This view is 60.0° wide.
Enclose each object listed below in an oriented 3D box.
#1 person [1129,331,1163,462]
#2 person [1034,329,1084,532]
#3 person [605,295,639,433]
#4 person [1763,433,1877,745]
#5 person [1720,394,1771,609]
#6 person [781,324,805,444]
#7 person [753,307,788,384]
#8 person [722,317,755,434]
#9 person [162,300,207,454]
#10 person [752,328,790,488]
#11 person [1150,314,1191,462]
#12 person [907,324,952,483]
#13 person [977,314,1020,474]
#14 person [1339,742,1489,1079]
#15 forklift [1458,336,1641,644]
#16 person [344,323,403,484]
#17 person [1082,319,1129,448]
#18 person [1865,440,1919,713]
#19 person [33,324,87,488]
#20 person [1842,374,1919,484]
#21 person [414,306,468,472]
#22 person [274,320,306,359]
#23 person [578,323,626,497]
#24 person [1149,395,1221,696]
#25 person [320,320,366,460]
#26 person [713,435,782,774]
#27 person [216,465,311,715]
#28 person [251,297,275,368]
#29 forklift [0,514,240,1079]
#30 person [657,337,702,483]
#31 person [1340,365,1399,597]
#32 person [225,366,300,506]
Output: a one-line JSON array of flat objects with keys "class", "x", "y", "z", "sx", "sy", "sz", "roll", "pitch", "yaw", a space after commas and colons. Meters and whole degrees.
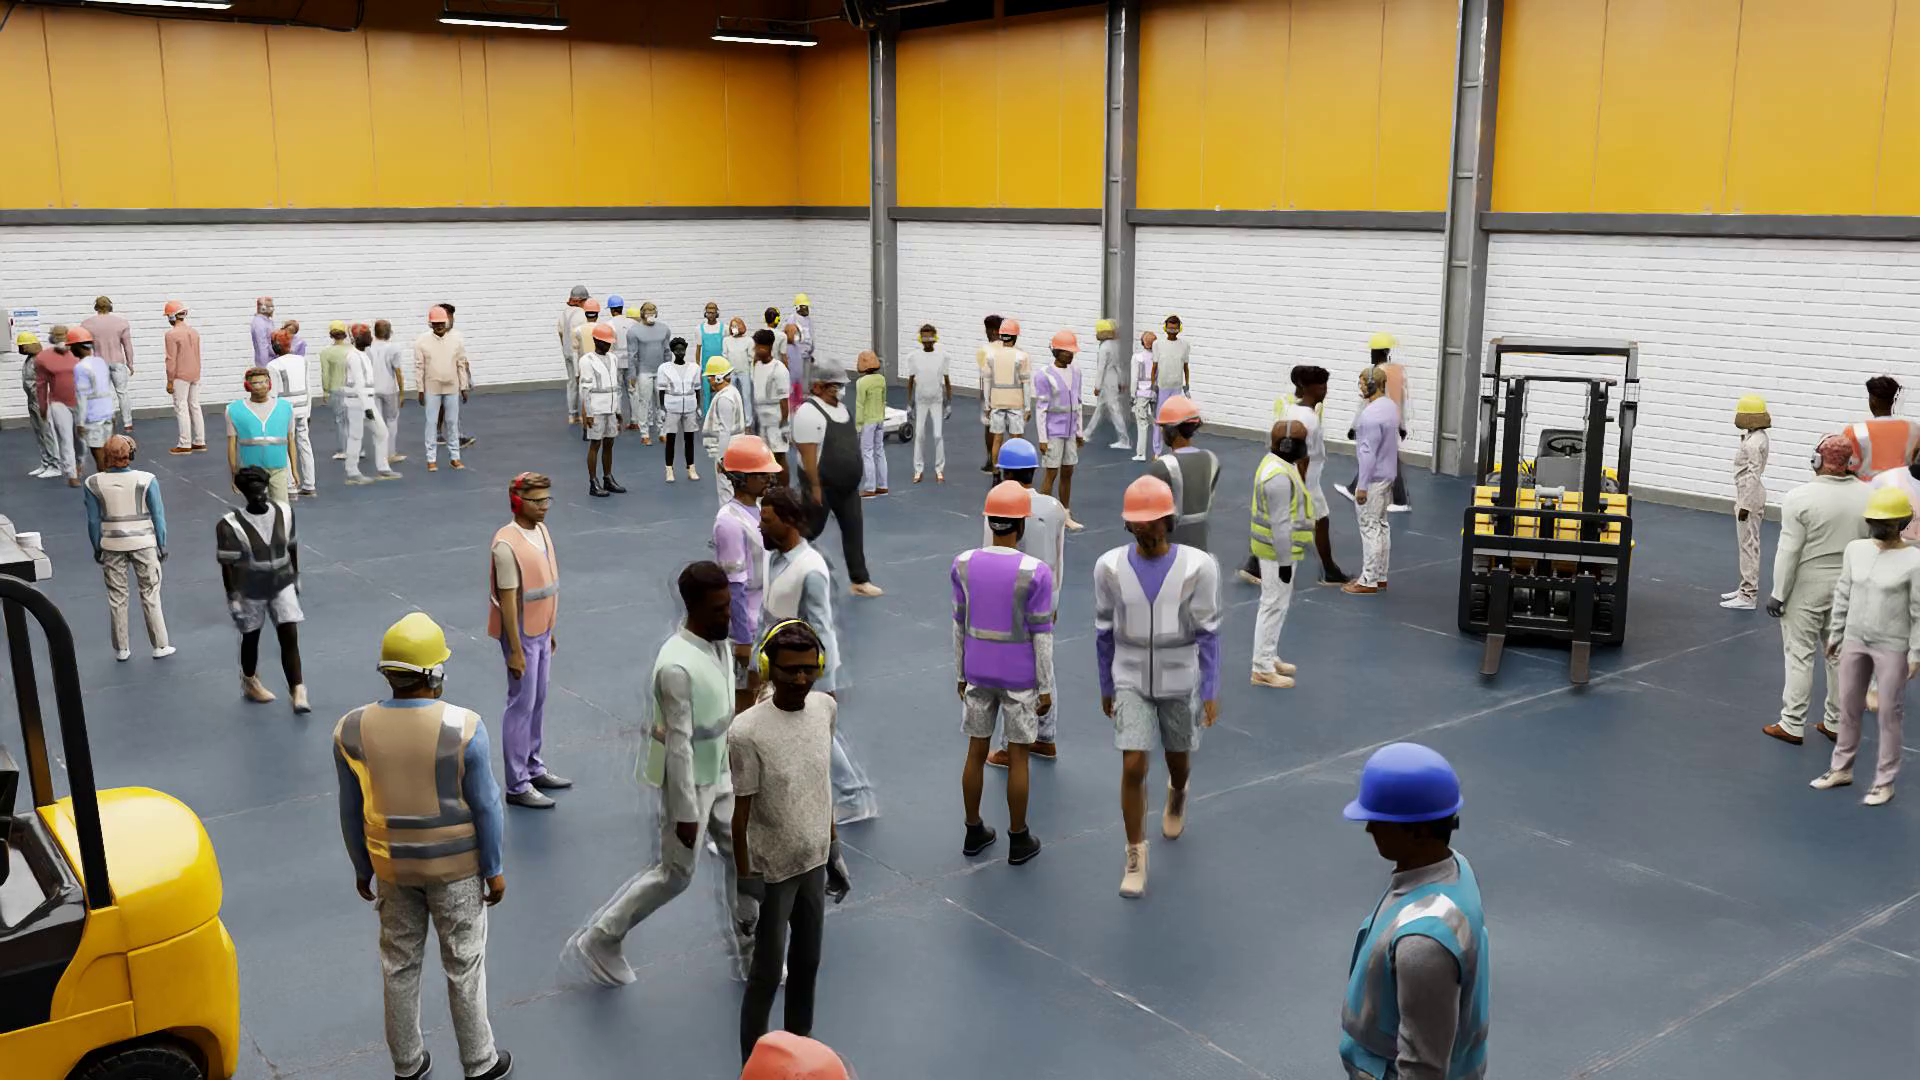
[{"class": "person", "x": 2.369, "y": -1.799, "z": 20.898, "sx": 0.523, "sy": 1.638, "sz": 0.310, "roll": -5, "pitch": 13, "yaw": -21}, {"class": "person", "x": 1.005, "y": -1.061, "z": 16.392, "sx": 0.611, "sy": 2.032, "sz": 0.411, "roll": -11, "pitch": 16, "yaw": -42}, {"class": "person", "x": -4.787, "y": -2.476, "z": 23.449, "sx": 0.604, "sy": 1.939, "sz": 0.416, "roll": -10, "pitch": 15, "yaw": -39}, {"class": "person", "x": 5.224, "y": 0.298, "z": 10.124, "sx": 0.652, "sy": 1.906, "sz": 0.403, "roll": -1, "pitch": 12, "yaw": -6}, {"class": "person", "x": 6.367, "y": -0.313, "z": 13.474, "sx": 0.319, "sy": 1.740, "sz": 0.492, "roll": 6, "pitch": 13, "yaw": 28}, {"class": "person", "x": -2.229, "y": -2.087, "z": 22.372, "sx": 0.324, "sy": 1.616, "sz": 0.528, "roll": 6, "pitch": 13, "yaw": 27}, {"class": "person", "x": -2.518, "y": -2.177, "z": 22.213, "sx": 0.525, "sy": 1.857, "sz": 0.344, "roll": 4, "pitch": 12, "yaw": 16}, {"class": "person", "x": -3.113, "y": -2.310, "z": 23.382, "sx": 0.501, "sy": 1.633, "sz": 0.279, "roll": 2, "pitch": 12, "yaw": 12}, {"class": "person", "x": -10.069, "y": -2.104, "z": 21.541, "sx": 0.413, "sy": 1.984, "sz": 0.624, "roll": 2, "pitch": 12, "yaw": 10}, {"class": "person", "x": -2.015, "y": -1.271, "z": 17.612, "sx": 0.438, "sy": 1.950, "sz": 0.661, "roll": -8, "pitch": 14, "yaw": -34}, {"class": "person", "x": 2.623, "y": -1.870, "z": 20.697, "sx": 0.520, "sy": 1.865, "sz": 0.328, "roll": -1, "pitch": 12, "yaw": -4}, {"class": "person", "x": -0.358, "y": -1.586, "z": 19.354, "sx": 0.526, "sy": 1.856, "sz": 0.320, "roll": 0, "pitch": 12, "yaw": 2}, {"class": "person", "x": 0.522, "y": -1.705, "z": 19.722, "sx": 0.615, "sy": 1.938, "sz": 0.763, "roll": -7, "pitch": 14, "yaw": -30}, {"class": "person", "x": 1.179, "y": 1.465, "z": 4.396, "sx": 0.393, "sy": 1.943, "sz": 0.602, "roll": 3, "pitch": 12, "yaw": 16}, {"class": "forklift", "x": 4.683, "y": -0.471, "z": 13.136, "sx": 1.214, "sy": 2.155, "sz": 2.313, "roll": 4, "pitch": 12, "yaw": 20}, {"class": "person", "x": -6.815, "y": -1.565, "z": 19.223, "sx": 0.749, "sy": 1.856, "sz": 0.588, "roll": 0, "pitch": 12, "yaw": -2}, {"class": "person", "x": 1.883, "y": -2.071, "z": 22.073, "sx": 0.892, "sy": 1.687, "sz": 0.503, "roll": 5, "pitch": 13, "yaw": 23}, {"class": "person", "x": 6.101, "y": 0.226, "z": 10.675, "sx": 0.650, "sy": 1.821, "sz": 0.555, "roll": 1, "pitch": 12, "yaw": 5}, {"class": "person", "x": -10.361, "y": -1.586, "z": 19.316, "sx": 0.630, "sy": 1.887, "sz": 0.982, "roll": -6, "pitch": 13, "yaw": -27}, {"class": "person", "x": 7.127, "y": -0.303, "z": 12.910, "sx": 0.623, "sy": 1.948, "sz": 0.515, "roll": 1, "pitch": 12, "yaw": 7}, {"class": "person", "x": -6.289, "y": -1.834, "z": 20.203, "sx": 0.612, "sy": 1.995, "sz": 0.393, "roll": -7, "pitch": 13, "yaw": -29}, {"class": "person", "x": -9.427, "y": -2.288, "z": 23.353, "sx": 0.646, "sy": 1.608, "sz": 0.319, "roll": 4, "pitch": 12, "yaw": 19}, {"class": "person", "x": -3.962, "y": -1.451, "z": 18.518, "sx": 0.367, "sy": 1.930, "sz": 0.542, "roll": 7, "pitch": 13, "yaw": 29}, {"class": "person", "x": 1.422, "y": 0.063, "z": 10.945, "sx": 0.627, "sy": 2.036, "sz": 0.398, "roll": -9, "pitch": 15, "yaw": -37}, {"class": "person", "x": -7.819, "y": -1.897, "z": 21.070, "sx": 0.526, "sy": 1.765, "sz": 0.329, "roll": -8, "pitch": 14, "yaw": -35}, {"class": "person", "x": -1.138, "y": 0.441, "z": 9.099, "sx": 0.372, "sy": 2.044, "sz": 0.608, "roll": 1, "pitch": 12, "yaw": 3}, {"class": "person", "x": -4.458, "y": 0.315, "z": 10.672, "sx": 0.866, "sy": 1.629, "sz": 0.585, "roll": 11, "pitch": 16, "yaw": 44}, {"class": "person", "x": -9.820, "y": -2.499, "z": 23.635, "sx": 0.403, "sy": 1.904, "sz": 0.652, "roll": -4, "pitch": 13, "yaw": -21}, {"class": "forklift", "x": -3.687, "y": 1.115, "z": 5.480, "sx": 2.313, "sy": 2.155, "sz": 1.214, "roll": -9, "pitch": 15, "yaw": -36}, {"class": "person", "x": -3.263, "y": -1.519, "z": 19.406, "sx": 0.532, "sy": 1.696, "sz": 0.319, "roll": -6, "pitch": 13, "yaw": -25}, {"class": "person", "x": 3.453, "y": -0.492, "z": 13.899, "sx": 0.385, "sy": 1.929, "sz": 0.635, "roll": 6, "pitch": 13, "yaw": 28}, {"class": "person", "x": -6.124, "y": -0.607, "z": 14.640, "sx": 0.570, "sy": 1.843, "sz": 0.377, "roll": -7, "pitch": 14, "yaw": -32}]
